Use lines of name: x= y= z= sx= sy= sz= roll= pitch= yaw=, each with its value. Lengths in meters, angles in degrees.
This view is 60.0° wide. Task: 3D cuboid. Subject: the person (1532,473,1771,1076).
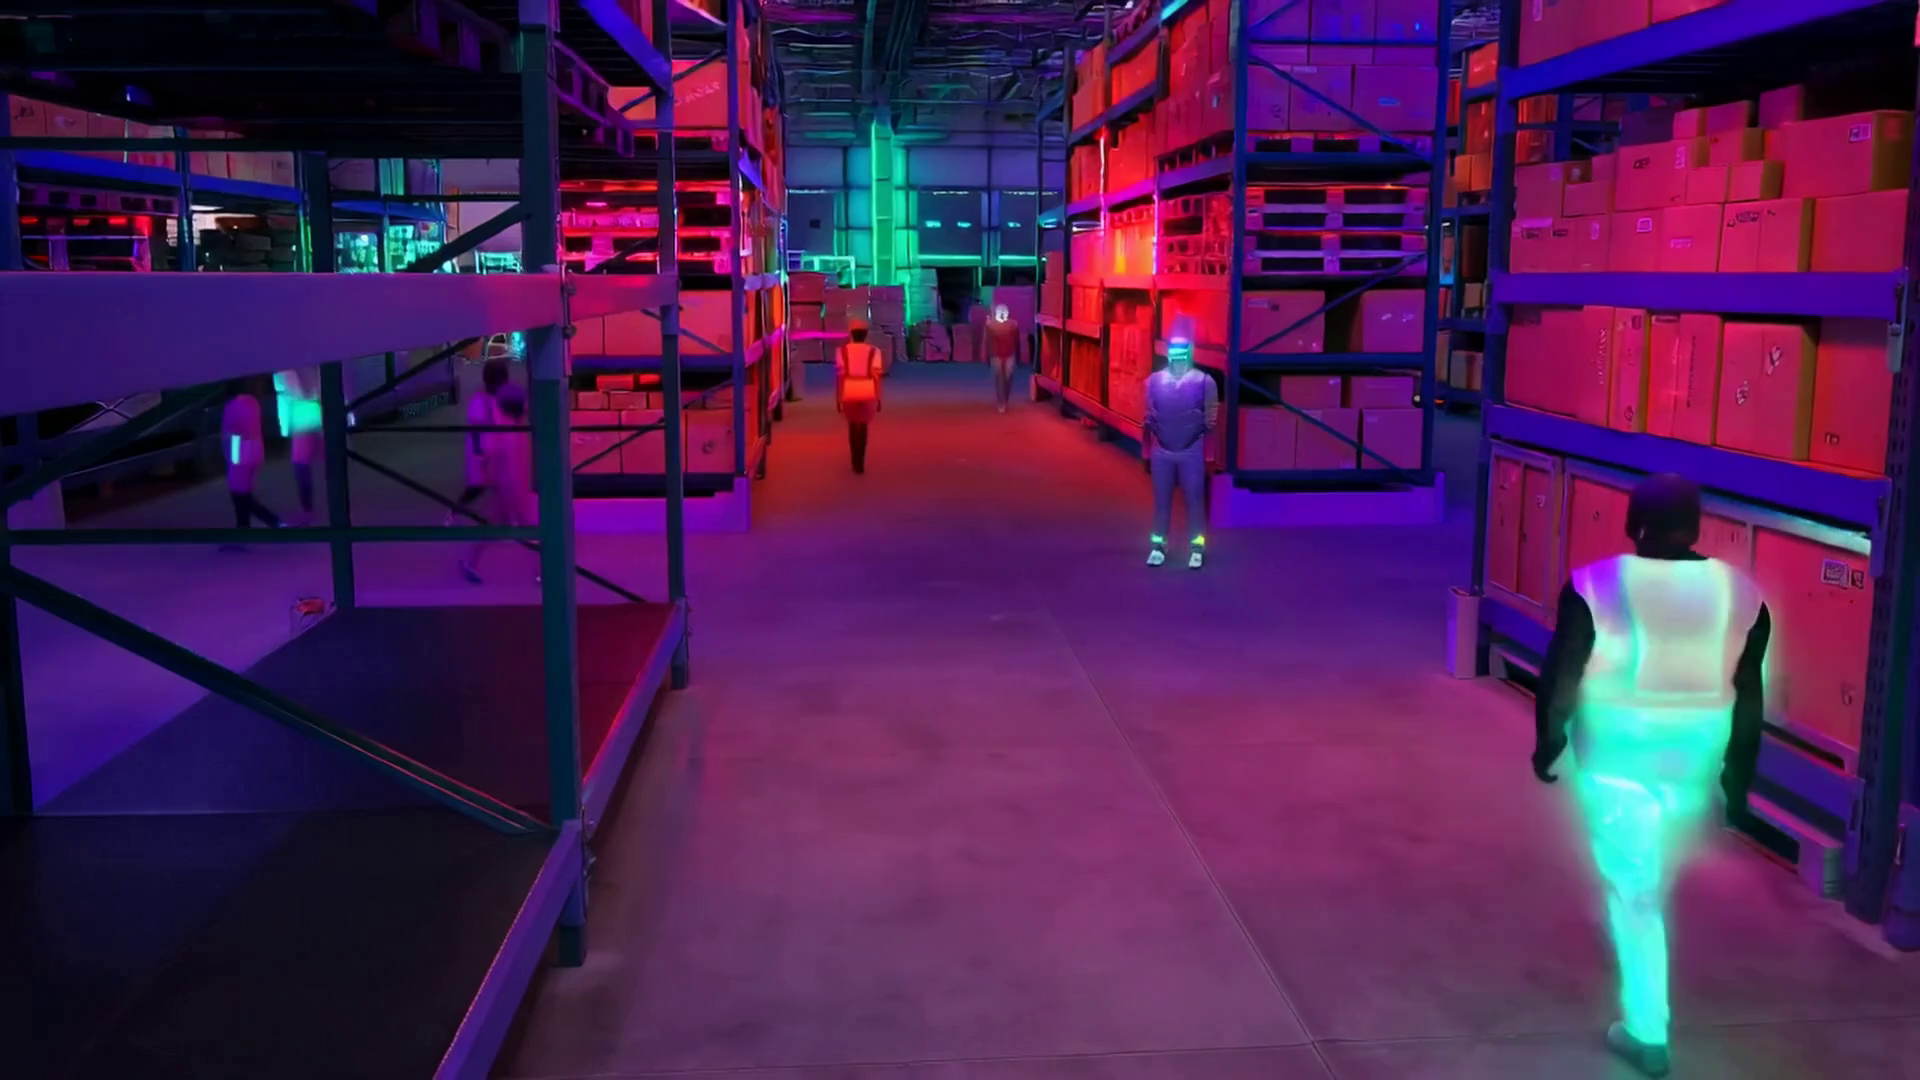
person: x=2.152 y=0.677 z=5.308 sx=0.627 sy=1.783 sz=0.986 roll=0 pitch=9 yaw=0

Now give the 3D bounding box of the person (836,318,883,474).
person: x=-1.228 y=-1.770 z=20.355 sx=0.563 sy=1.884 sz=1.021 roll=0 pitch=9 yaw=0

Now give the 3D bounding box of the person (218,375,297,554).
person: x=-6.054 y=-0.690 z=14.236 sx=0.661 sy=1.678 sz=0.540 roll=0 pitch=9 yaw=-3

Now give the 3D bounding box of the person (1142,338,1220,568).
person: x=1.793 y=-0.707 z=13.668 sx=0.638 sy=1.897 sz=0.397 roll=4 pitch=10 yaw=22

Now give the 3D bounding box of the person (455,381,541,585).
person: x=-3.518 y=-0.434 z=12.862 sx=0.789 sy=1.602 sz=0.500 roll=1 pitch=9 yaw=5

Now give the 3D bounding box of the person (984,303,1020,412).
person: x=0.745 y=-3.193 z=29.184 sx=0.649 sy=1.919 sz=0.459 roll=-1 pitch=9 yaw=-5

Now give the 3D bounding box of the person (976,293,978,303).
person: x=0.698 y=-9.353 z=68.683 sx=0.857 sy=1.658 sz=0.542 roll=1 pitch=9 yaw=9

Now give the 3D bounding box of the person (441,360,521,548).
person: x=-4.252 y=-0.763 z=14.715 sx=0.726 sy=1.657 sz=0.577 roll=3 pitch=10 yaw=21

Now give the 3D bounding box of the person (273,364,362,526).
person: x=-6.026 y=-1.063 z=15.637 sx=0.740 sy=1.992 sz=0.390 roll=-5 pitch=10 yaw=-29
